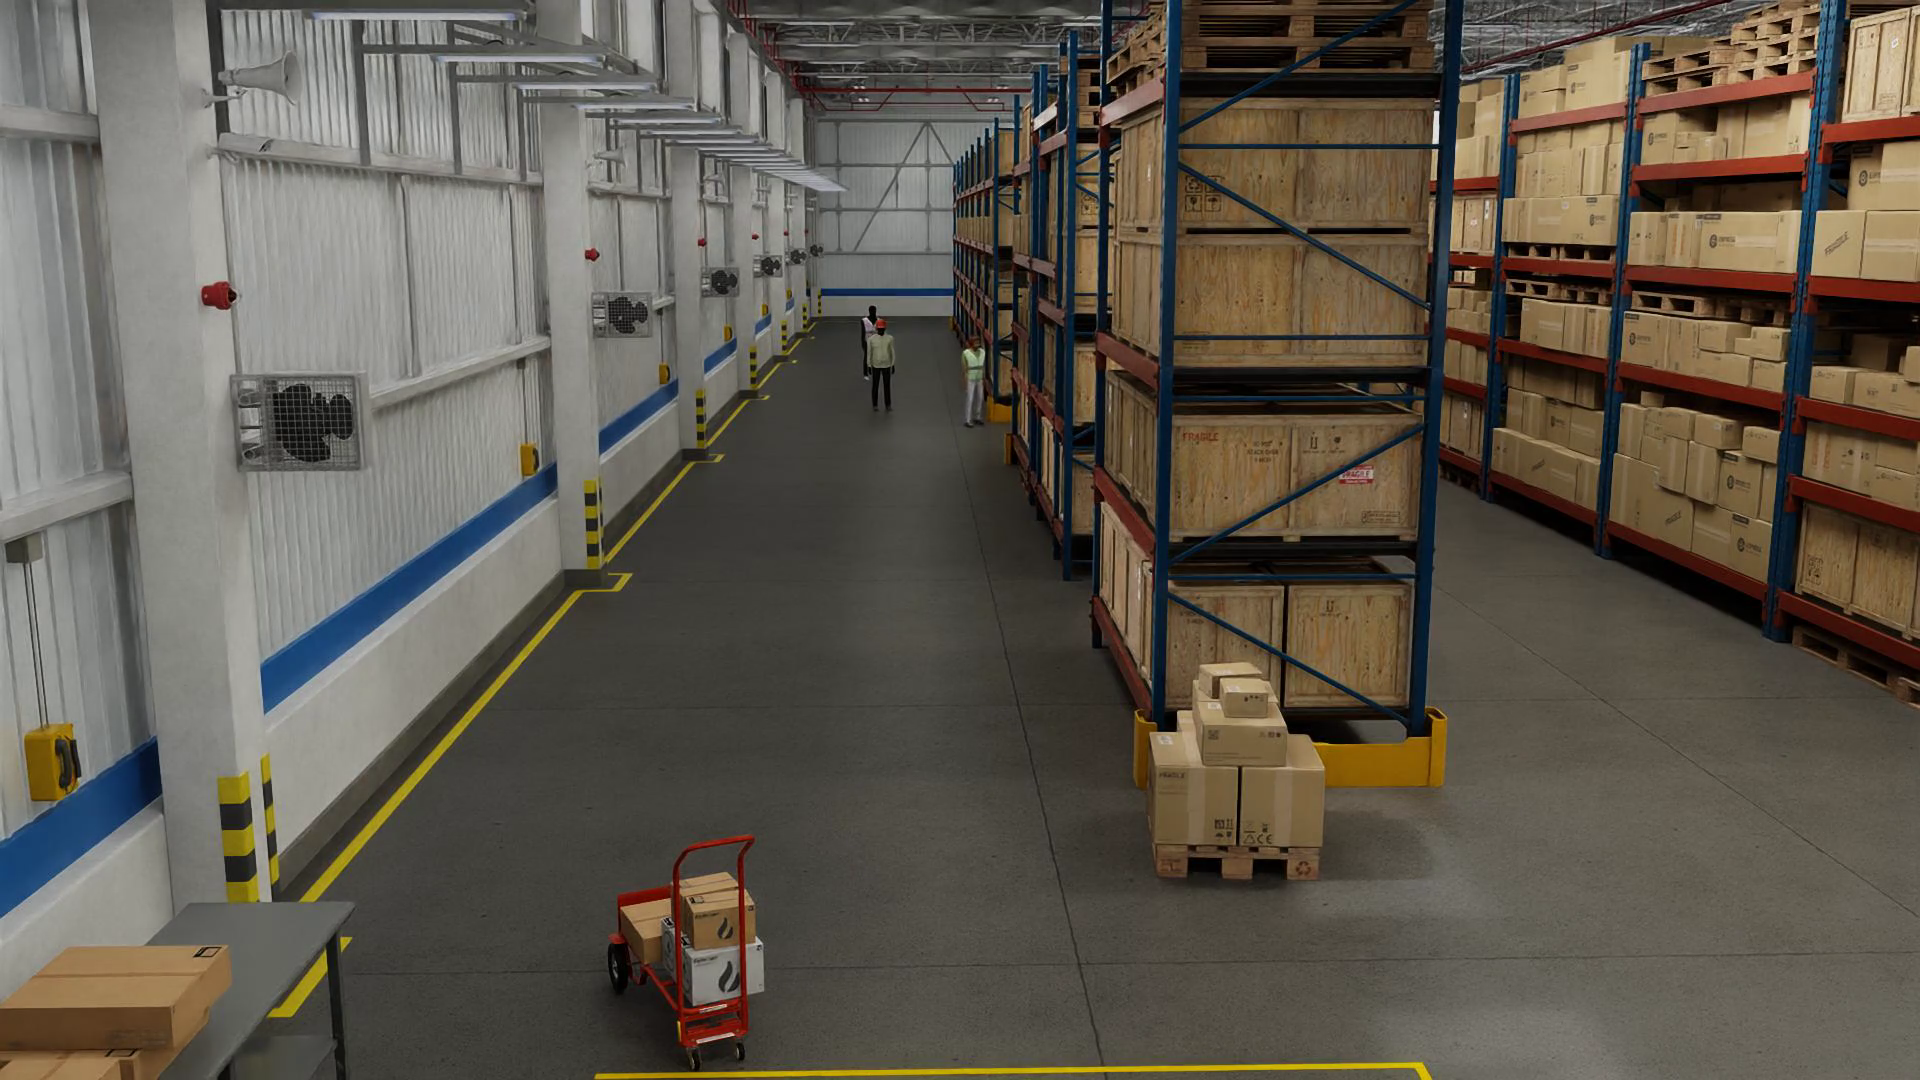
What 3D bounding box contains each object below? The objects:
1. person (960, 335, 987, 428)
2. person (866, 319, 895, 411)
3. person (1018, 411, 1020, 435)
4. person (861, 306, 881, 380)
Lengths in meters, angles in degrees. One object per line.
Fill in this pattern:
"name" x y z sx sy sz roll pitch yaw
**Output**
"person" 0.266 -3.161 33.060 0.757 1.822 0.531 -9 14 -40
"person" -1.694 -3.751 35.705 0.618 1.986 0.410 -3 11 -15
"person" 1.332 -2.443 29.197 0.947 1.875 0.649 -7 13 -34
"person" -2.272 -5.070 42.771 0.593 1.910 0.390 -6 12 -29
